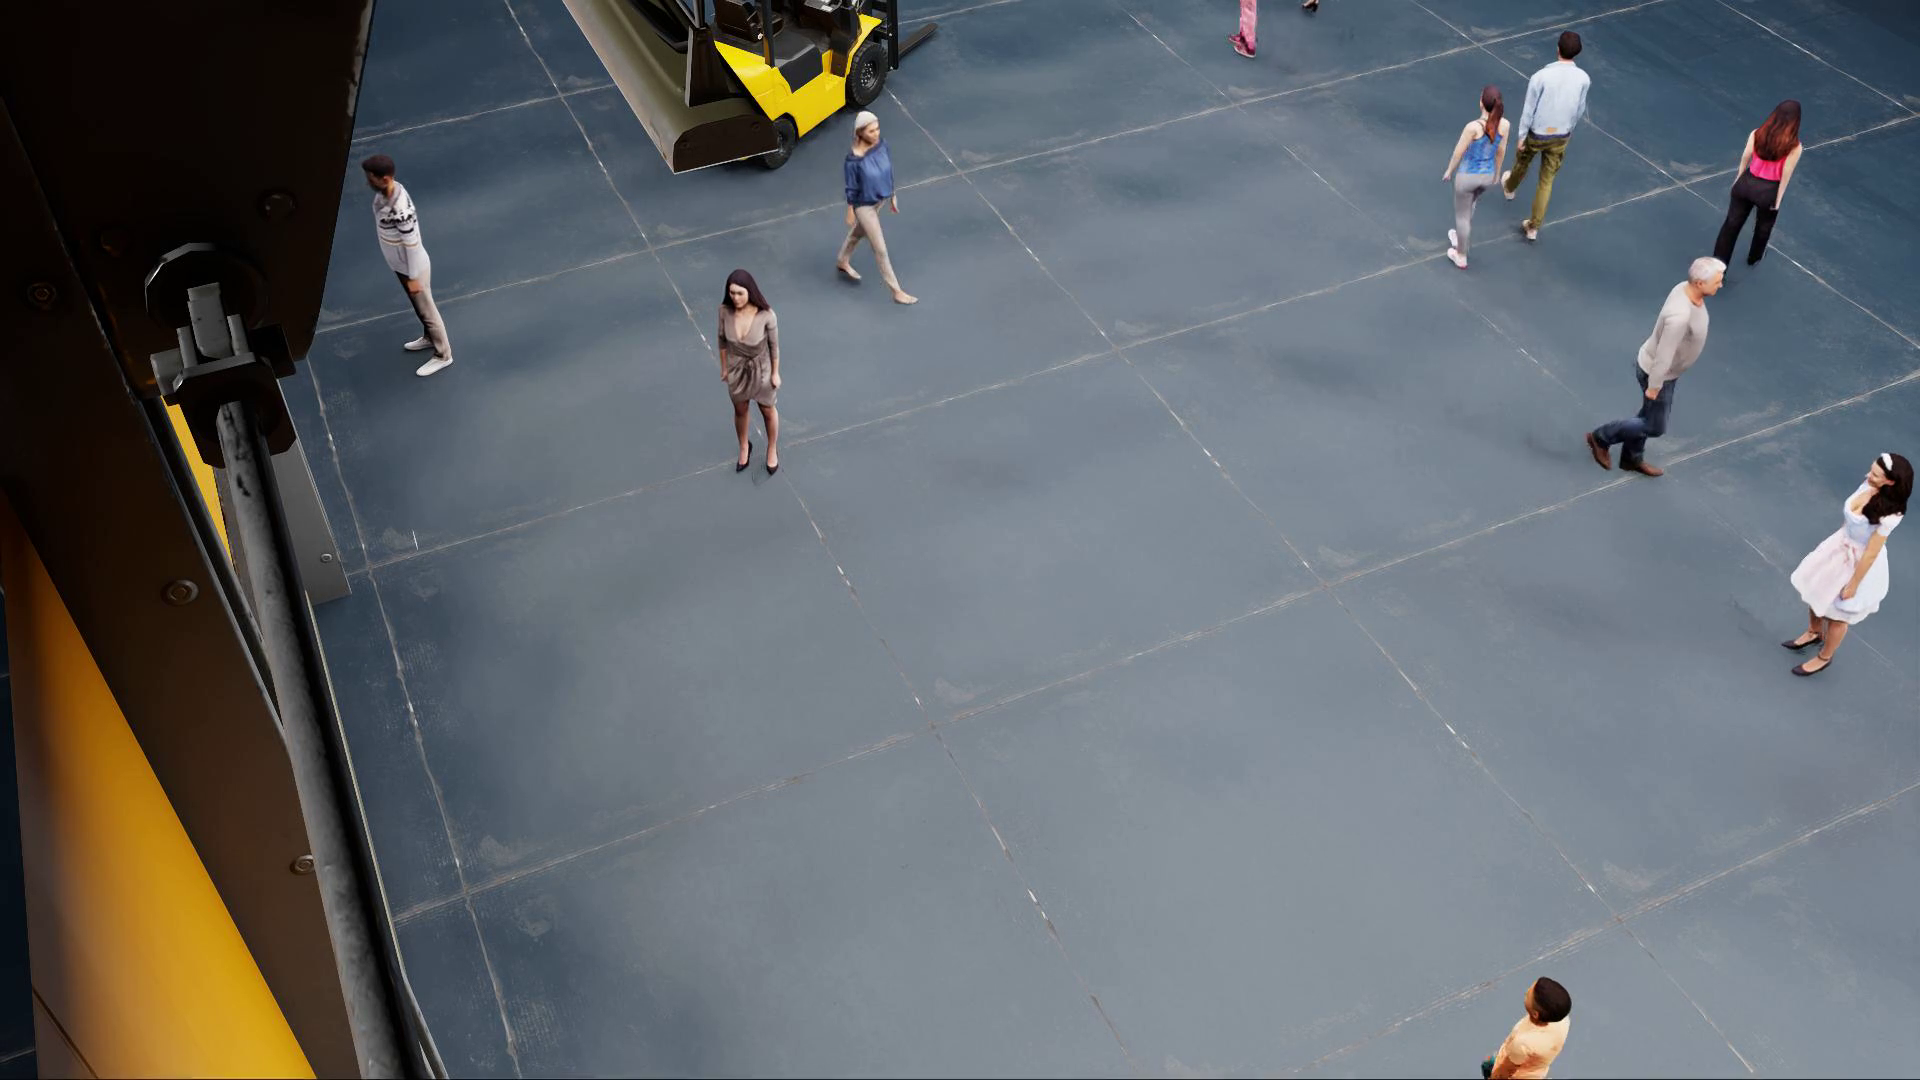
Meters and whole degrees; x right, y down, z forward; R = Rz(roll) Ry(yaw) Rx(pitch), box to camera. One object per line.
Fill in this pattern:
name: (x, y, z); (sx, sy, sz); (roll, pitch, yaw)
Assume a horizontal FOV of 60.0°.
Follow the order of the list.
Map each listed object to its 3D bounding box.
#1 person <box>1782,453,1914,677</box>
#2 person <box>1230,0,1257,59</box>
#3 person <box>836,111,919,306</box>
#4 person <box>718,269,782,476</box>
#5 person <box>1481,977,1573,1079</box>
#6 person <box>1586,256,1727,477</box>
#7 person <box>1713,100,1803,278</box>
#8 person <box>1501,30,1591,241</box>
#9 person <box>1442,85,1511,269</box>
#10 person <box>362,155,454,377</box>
person: (5.579, 0.168, 10.434); (0.890, 1.806, 0.813); (2, 44, 2)
person: (2.982, -5.538, 16.691); (0.662, 1.438, 0.720); (-32, 52, -29)
person: (-0.810, -2.747, 13.609); (1.231, 1.647, 0.988); (27, 50, 26)
person: (-1.500, -1.204, 11.918); (0.669, 1.746, 0.691); (7, 44, 7)
person: (2.787, 2.623, 8.112); (0.609, 1.455, 0.624); (-32, 52, -29)
person: (4.921, -1.244, 11.852); (1.015, 1.894, 0.950); (21, 48, 21)
person: (6.531, -2.813, 13.690); (0.985, 1.631, 0.891); (31, 52, 28)
person: (5.032, -3.407, 14.216); (1.048, 1.766, 1.262); (2, 44, 2)
person: (4.335, -2.996, 13.910); (0.655, 1.593, 0.790); (-11, 45, -11)
person: (-4.250, -2.157, 12.835); (0.739, 1.861, 0.497); (-19, 47, -19)
